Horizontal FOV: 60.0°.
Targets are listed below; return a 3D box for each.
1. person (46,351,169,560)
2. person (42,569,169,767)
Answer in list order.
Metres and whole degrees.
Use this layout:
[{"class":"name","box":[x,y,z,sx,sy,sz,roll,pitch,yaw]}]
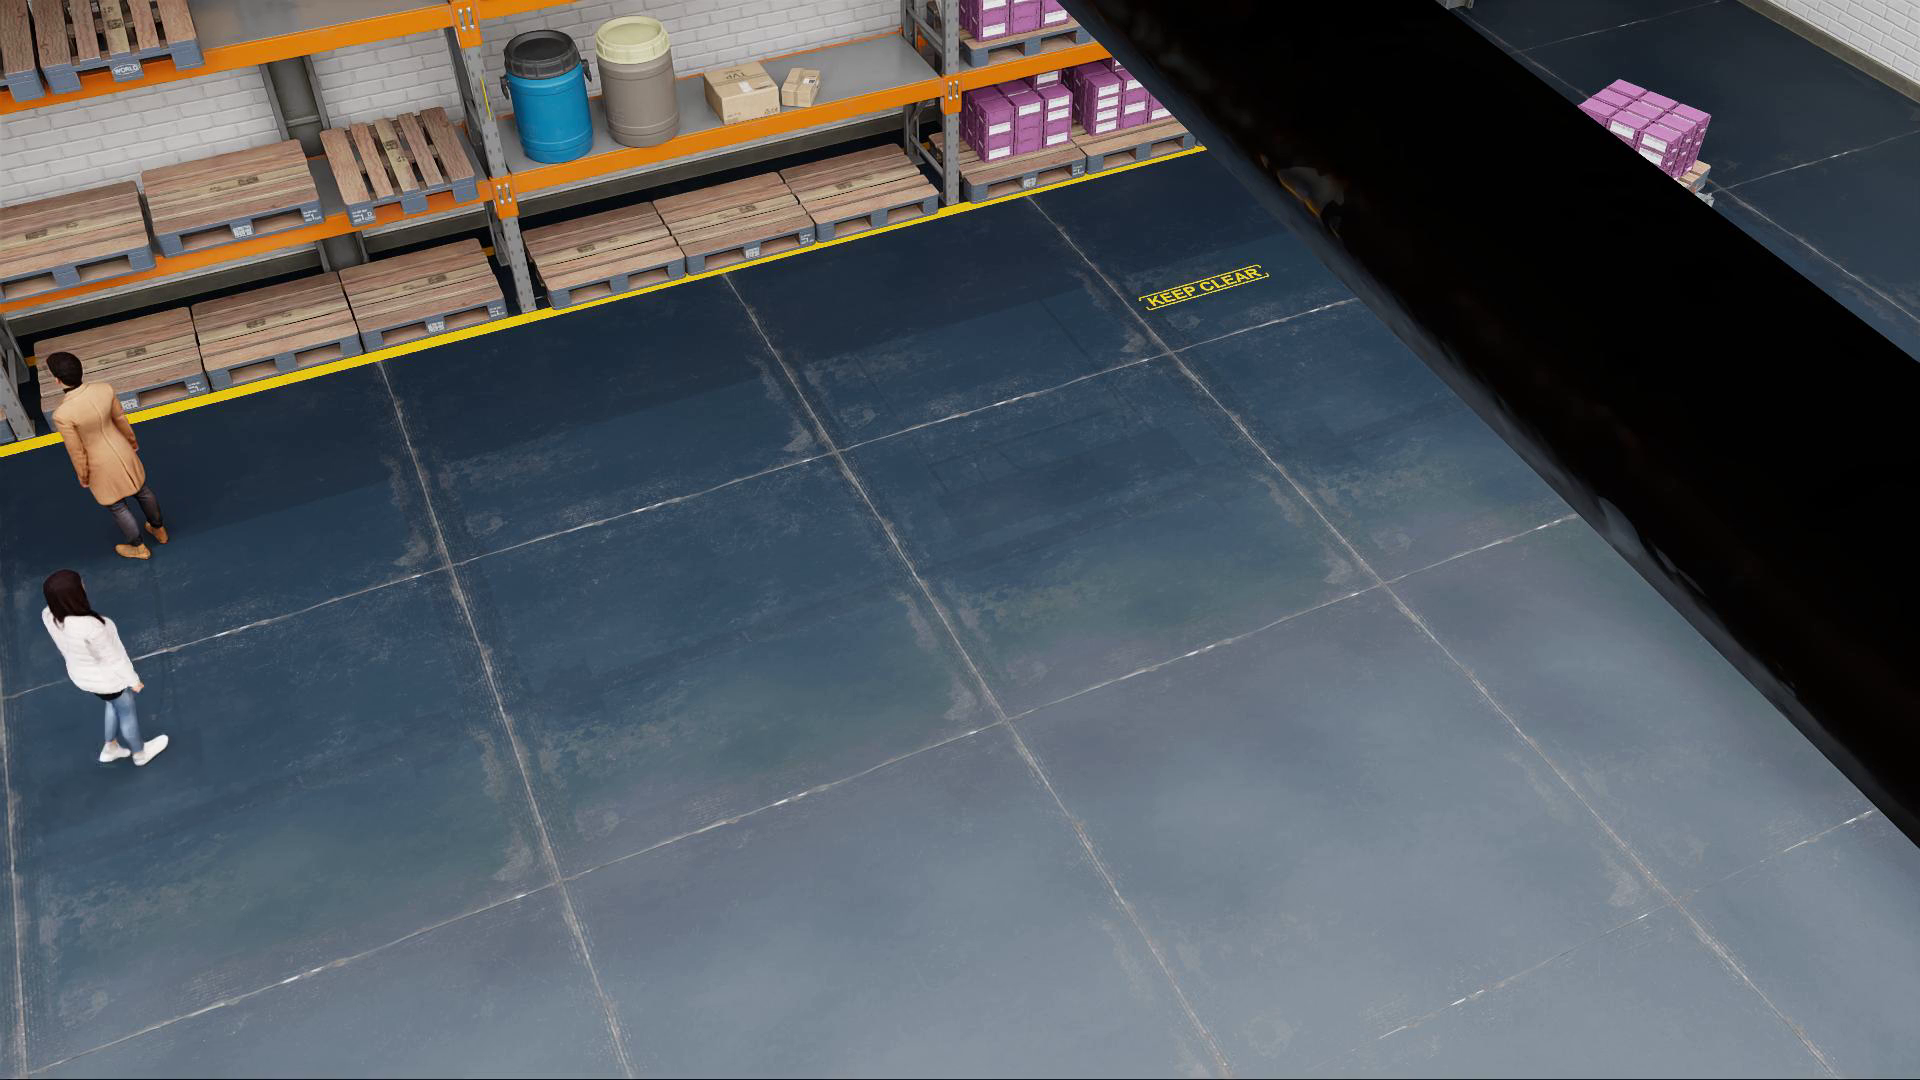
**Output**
[{"class":"person","box":[-5.940,-0.584,11.566,0.829,1.727,0.752,19,47,19]},{"class":"person","box":[-5.292,0.848,10.133,0.781,1.630,0.836,17,46,17]}]
